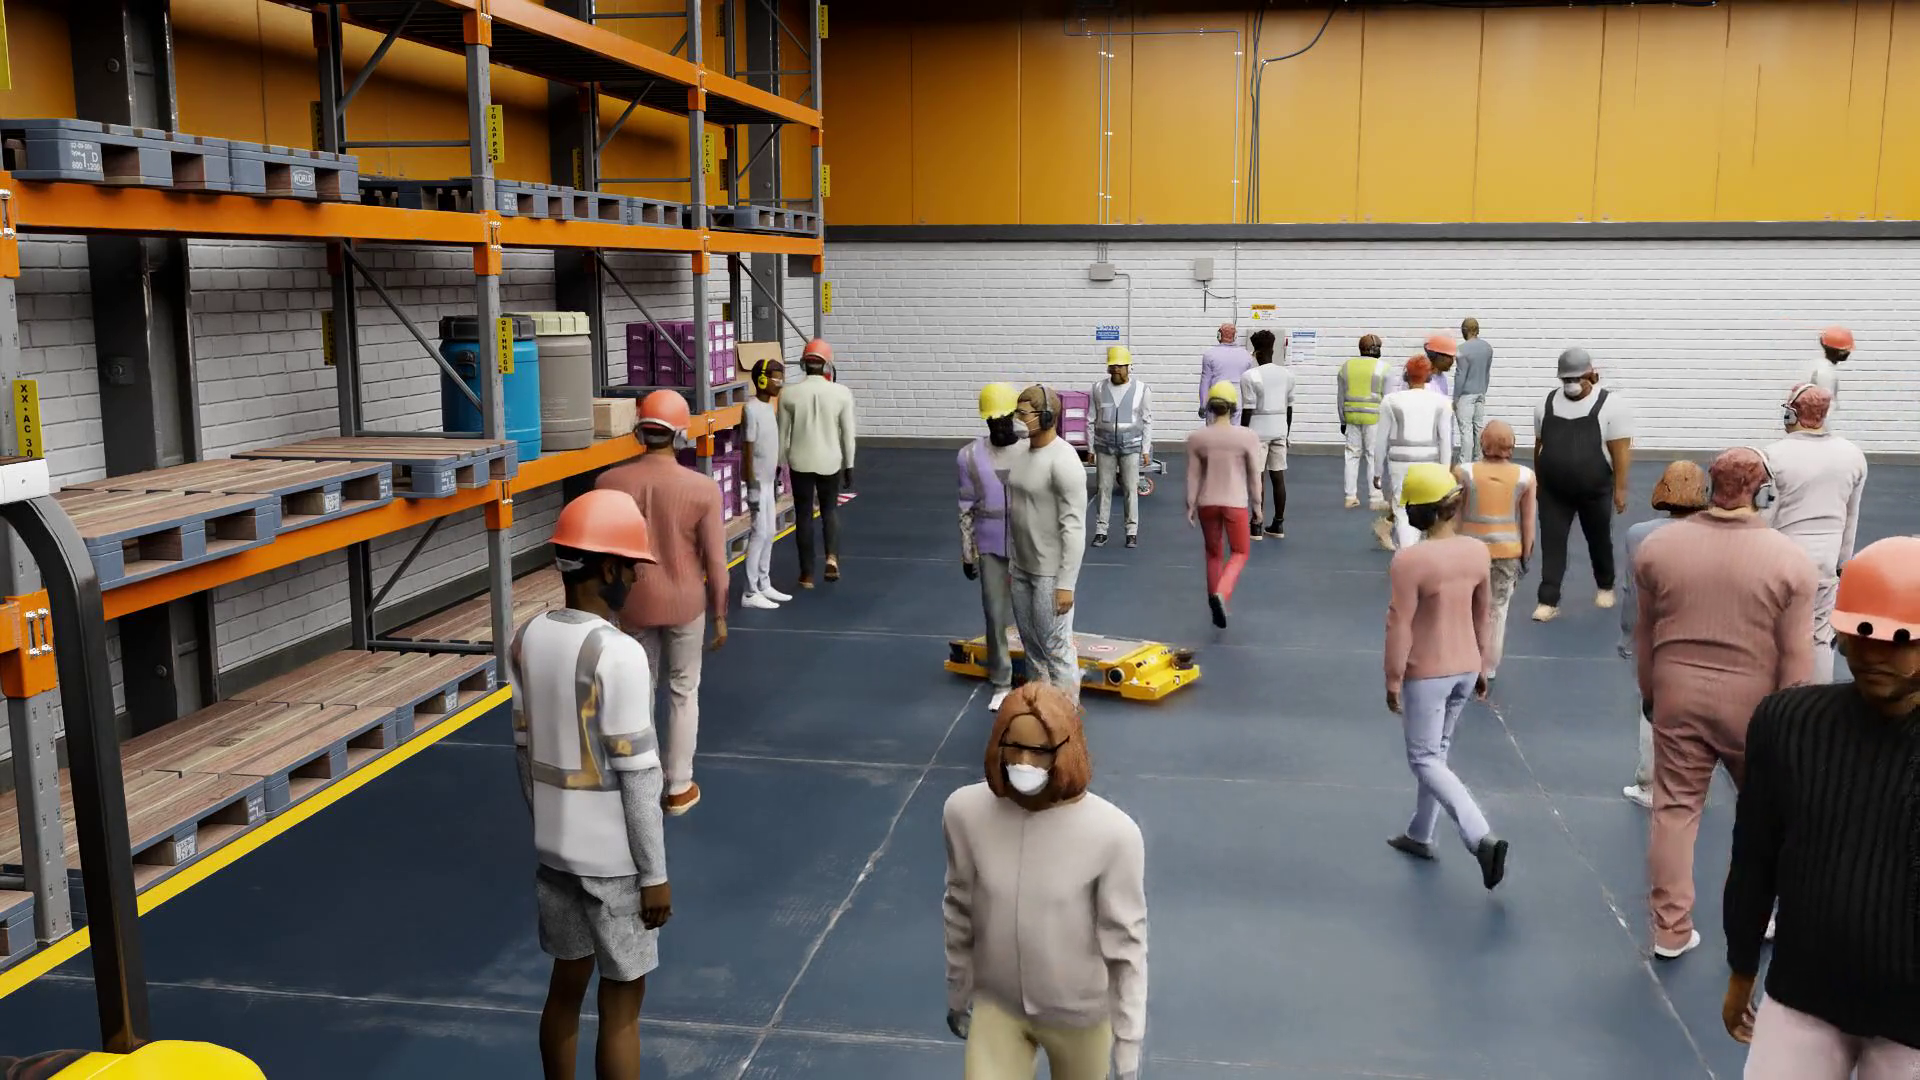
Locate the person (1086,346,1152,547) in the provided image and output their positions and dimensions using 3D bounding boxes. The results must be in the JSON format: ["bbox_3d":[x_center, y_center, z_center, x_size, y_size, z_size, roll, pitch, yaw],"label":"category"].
[{"bbox_3d":[1.434,-0.842,15.082,0.600,1.831,0.404,2,9,12],"label":"person"}]

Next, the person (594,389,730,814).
[{"bbox_3d":[-1.358,0.304,7.562,0.636,1.973,0.513,1,9,5],"label":"person"}]

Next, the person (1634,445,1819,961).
[{"bbox_3d":[2.816,0.590,6.112,0.648,1.885,0.728,8,12,40],"label":"person"}]

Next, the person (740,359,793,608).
[{"bbox_3d":[-1.467,-0.421,12.427,0.330,1.858,0.519,2,9,12],"label":"person"}]

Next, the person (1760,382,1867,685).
[{"bbox_3d":[4.497,0.110,8.971,0.643,1.913,0.411,-2,9,-11],"label":"person"}]

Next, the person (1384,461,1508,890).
[{"bbox_3d":[2.004,0.552,6.805,0.535,1.740,0.743,-5,10,-28],"label":"person"}]

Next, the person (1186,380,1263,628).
[{"bbox_3d":[1.819,-0.241,11.613,0.543,1.747,0.610,4,10,25],"label":"person"}]

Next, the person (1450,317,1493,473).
[{"bbox_3d":[6.287,-1.774,20.524,0.627,1.934,0.370,-7,11,-35],"label":"person"}]

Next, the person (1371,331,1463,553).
[{"bbox_3d":[4.023,-0.820,14.458,0.999,2.002,0.623,9,13,44],"label":"person"}]

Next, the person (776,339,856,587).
[{"bbox_3d":[-1.159,-0.600,13.178,0.634,1.975,0.440,-2,9,-12],"label":"person"}]

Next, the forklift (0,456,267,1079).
[{"bbox_3d":[-2.328,0.975,2.765,2.313,2.155,1.214,1,9,9],"label":"forklift"}]

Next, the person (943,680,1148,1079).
[{"bbox_3d":[0.166,1.108,3.769,0.521,1.581,0.847,3,10,20],"label":"person"}]

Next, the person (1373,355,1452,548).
[{"bbox_3d":[3.624,-0.551,13.257,0.583,1.850,0.958,0,9,-1],"label":"person"}]

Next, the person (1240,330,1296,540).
[{"bbox_3d":[2.837,-0.978,15.529,0.604,1.959,0.379,-5,10,-27],"label":"person"}]

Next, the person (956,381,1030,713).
[{"bbox_3d":[0.290,0.031,9.509,0.615,1.895,0.653,2,9,10],"label":"person"}]

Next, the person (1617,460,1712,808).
[{"bbox_3d":[3.334,0.443,7.763,0.500,1.634,0.286,1,9,7],"label":"person"}]

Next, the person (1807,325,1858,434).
[{"bbox_3d":[8.241,-1.057,15.915,0.531,1.992,0.667,4,10,23],"label":"person"}]

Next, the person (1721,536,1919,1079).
[{"bbox_3d":[1.901,0.964,3.479,0.459,1.979,0.638,-9,13,-44],"label":"person"}]

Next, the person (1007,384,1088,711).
[{"bbox_3d":[0.421,0.172,8.502,0.378,1.940,0.628,-4,10,-23],"label":"person"}]

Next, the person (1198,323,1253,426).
[{"bbox_3d":[3.112,-1.601,19.576,0.646,1.900,0.403,-2,9,-14],"label":"person"}]

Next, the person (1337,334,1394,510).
[{"bbox_3d":[4.282,-1.242,17.533,0.624,1.841,0.430,8,12,39],"label":"person"}]

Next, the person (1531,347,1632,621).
[{"bbox_3d":[4.533,-0.468,12.133,0.708,2.000,1.032,7,11,37],"label":"person"}]

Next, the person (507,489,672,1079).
[{"bbox_3d":[-0.966,0.823,4.518,0.543,1.928,0.372,8,12,40],"label":"person"}]

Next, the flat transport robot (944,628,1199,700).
[{"bbox_3d":[0.676,0.730,10.189,1.431,0.197,0.652,5,11,30],"label":"flat transport robot"}]

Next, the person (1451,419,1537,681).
[{"bbox_3d":[3.188,0.086,9.991,0.524,1.619,0.588,2,9,10],"label":"person"}]
